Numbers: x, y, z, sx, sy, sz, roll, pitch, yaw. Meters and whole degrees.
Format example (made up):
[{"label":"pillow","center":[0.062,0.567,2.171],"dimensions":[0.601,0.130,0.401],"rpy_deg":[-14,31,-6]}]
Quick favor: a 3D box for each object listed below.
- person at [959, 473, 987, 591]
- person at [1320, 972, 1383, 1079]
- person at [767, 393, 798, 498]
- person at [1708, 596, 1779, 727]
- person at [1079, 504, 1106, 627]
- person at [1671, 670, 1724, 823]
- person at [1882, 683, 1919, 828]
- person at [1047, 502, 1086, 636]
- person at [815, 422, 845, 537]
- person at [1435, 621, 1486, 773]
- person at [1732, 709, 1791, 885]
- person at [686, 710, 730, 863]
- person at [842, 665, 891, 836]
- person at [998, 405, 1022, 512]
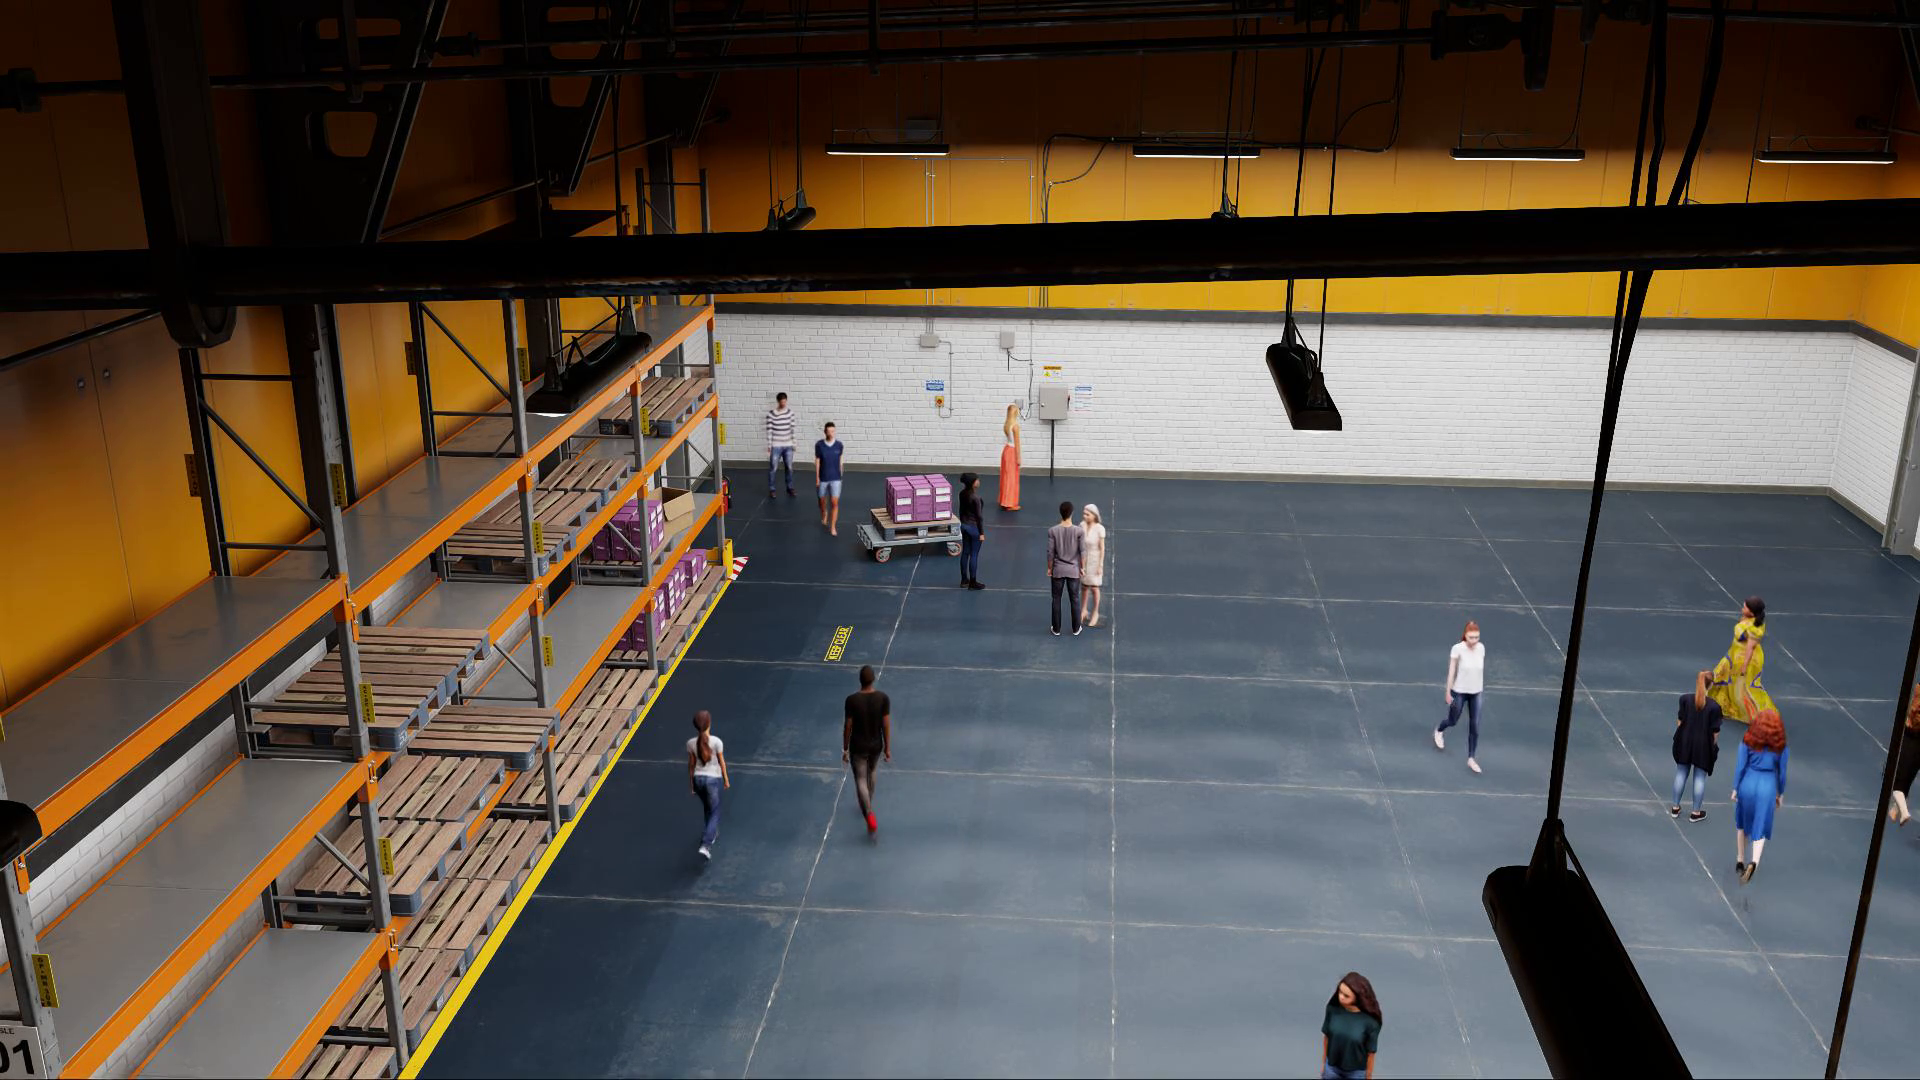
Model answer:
[{"label":"person","center":[0.162,-0.140,24.280],"dimensions":[0.755,1.748,0.684],"rpy_deg":[-14,23,-35]},{"label":"person","center":[2.891,3.928,12.407],"dimensions":[0.705,1.615,0.741],"rpy_deg":[13,23,35]},{"label":"person","center":[-3.079,-1.645,28.600],"dimensions":[0.746,1.841,0.729],"rpy_deg":[-6,20,-18]},{"label":"person","center":[9.387,1.454,19.717],"dimensions":[0.950,1.638,1.178],"rpy_deg":[5,19,14]},{"label":"person","center":[1.788,0.337,22.882],"dimensions":[0.695,1.735,0.726],"rpy_deg":[15,23,37]},{"label":"person","center":[7.758,2.158,17.543],"dimensions":[0.718,1.691,0.748],"rpy_deg":[16,24,39]},{"label":"person","center":[9.917,2.272,17.335],"dimensions":[0.579,1.607,0.828],"rpy_deg":[1,19,2]},{"label":"person","center":[1.433,0.392,22.541],"dimensions":[0.673,1.848,0.539],"rpy_deg":[1,19,3]},{"label":"person","center":[-2.113,-1.019,26.749],"dimensions":[0.768,1.837,0.973],"rpy_deg":[-3,19,-10]},{"label":"person","center":[5.676,1.714,18.841],"dimensions":[0.782,1.705,1.148],"rpy_deg":[-3,19,-9]},{"label":"person","center":[7.744,2.552,16.191],"dimensions":[0.839,1.807,1.046],"rpy_deg":[9,21,25]},{"label":"person","center":[-2.557,2.486,16.810],"dimensions":[0.630,1.539,1.050],"rpy_deg":[4,19,12]},{"label":"person","center":[-0.967,2.192,17.306],"dimensions":[0.930,1.779,1.218],"rpy_deg":[-5,19,-16]},{"label":"person","center":[0.861,-1.392,27.914],"dimensions":[0.756,1.801,0.634],"rpy_deg":[-5,19,-14]}]
